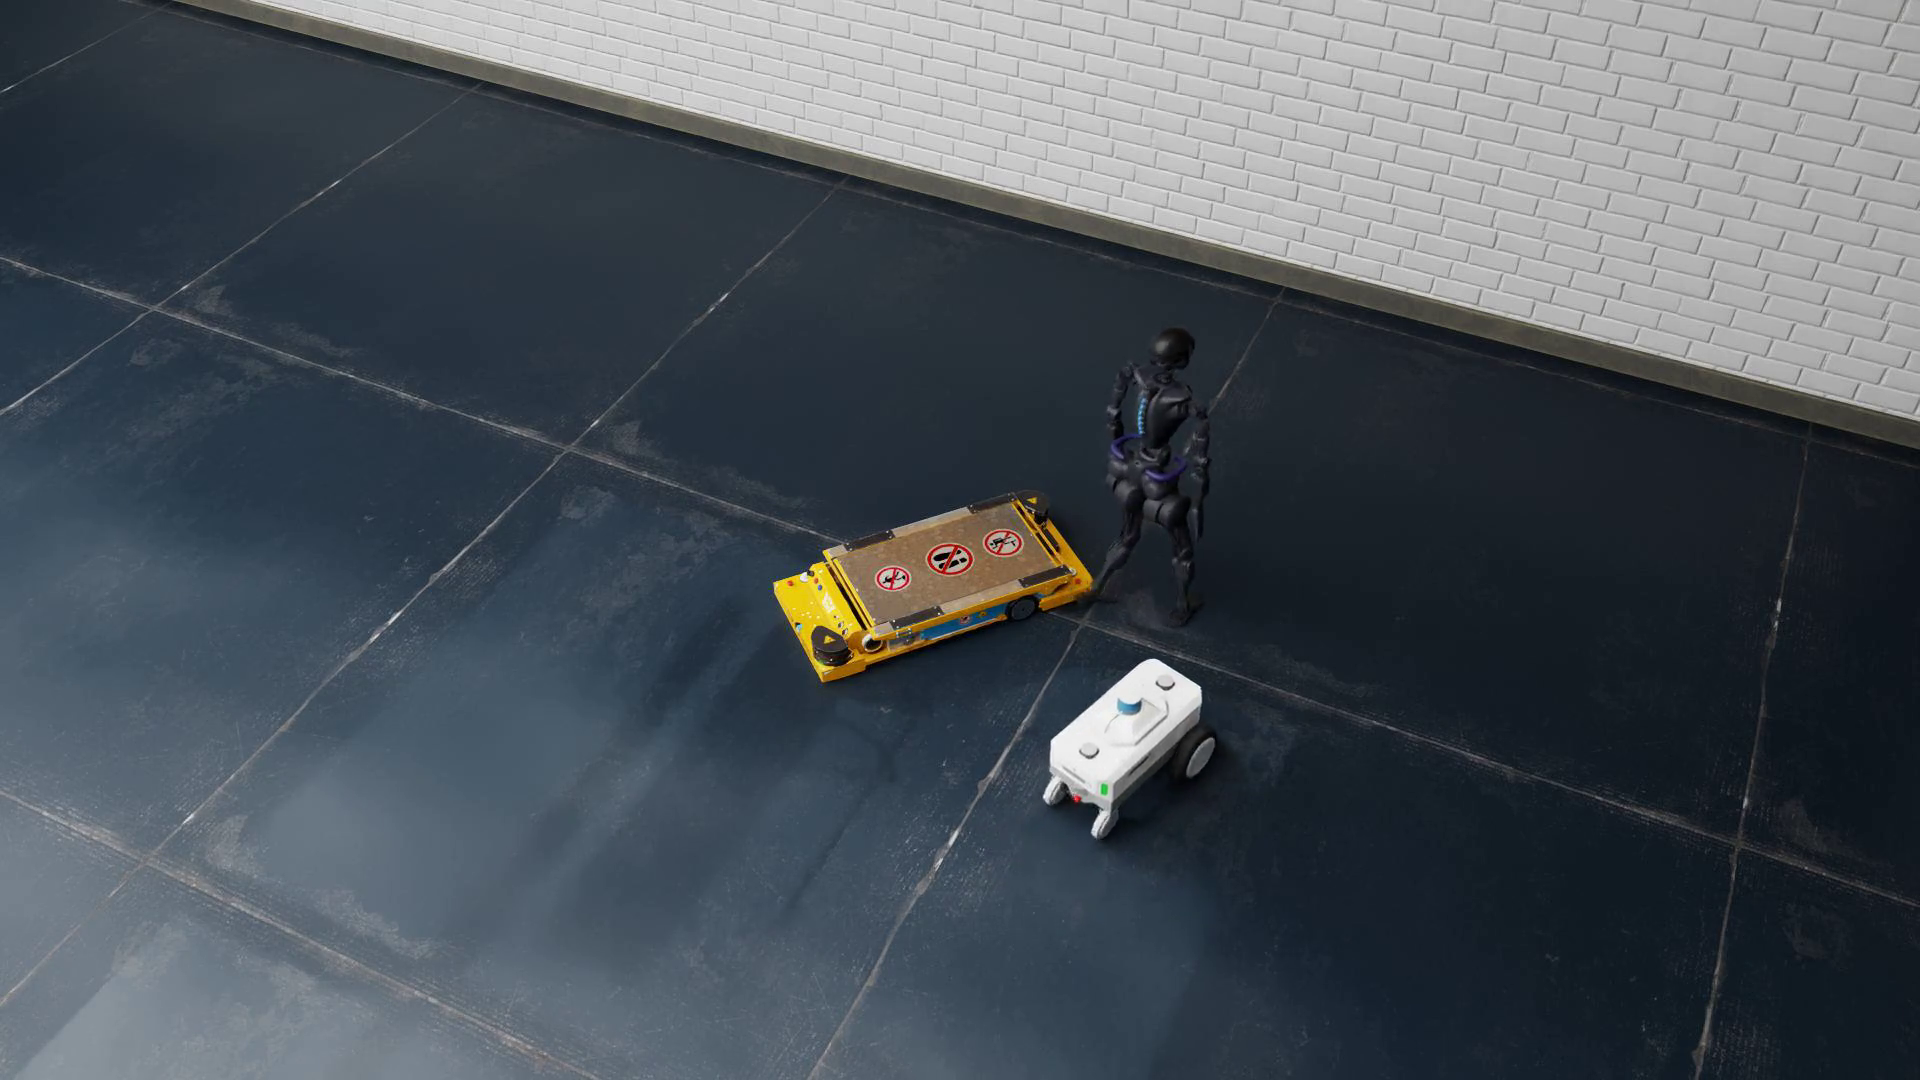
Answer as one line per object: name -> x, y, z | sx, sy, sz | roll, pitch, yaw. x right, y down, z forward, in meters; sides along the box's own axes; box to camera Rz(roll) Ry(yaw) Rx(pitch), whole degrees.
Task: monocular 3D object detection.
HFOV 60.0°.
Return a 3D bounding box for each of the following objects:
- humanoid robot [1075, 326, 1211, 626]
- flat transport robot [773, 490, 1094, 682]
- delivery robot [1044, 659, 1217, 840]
humanoid robot -> 0.859, -0.289, 7.558 | 0.601, 1.640, 0.475 | 34, 52, 31
flat transport robot -> -0.120, 0.201, 8.038 | 1.431, 0.231, 0.659 | -17, 46, -18
delivery robot -> 0.725, 0.854, 7.137 | 0.499, 0.613, 0.807 | 32, 52, 30
